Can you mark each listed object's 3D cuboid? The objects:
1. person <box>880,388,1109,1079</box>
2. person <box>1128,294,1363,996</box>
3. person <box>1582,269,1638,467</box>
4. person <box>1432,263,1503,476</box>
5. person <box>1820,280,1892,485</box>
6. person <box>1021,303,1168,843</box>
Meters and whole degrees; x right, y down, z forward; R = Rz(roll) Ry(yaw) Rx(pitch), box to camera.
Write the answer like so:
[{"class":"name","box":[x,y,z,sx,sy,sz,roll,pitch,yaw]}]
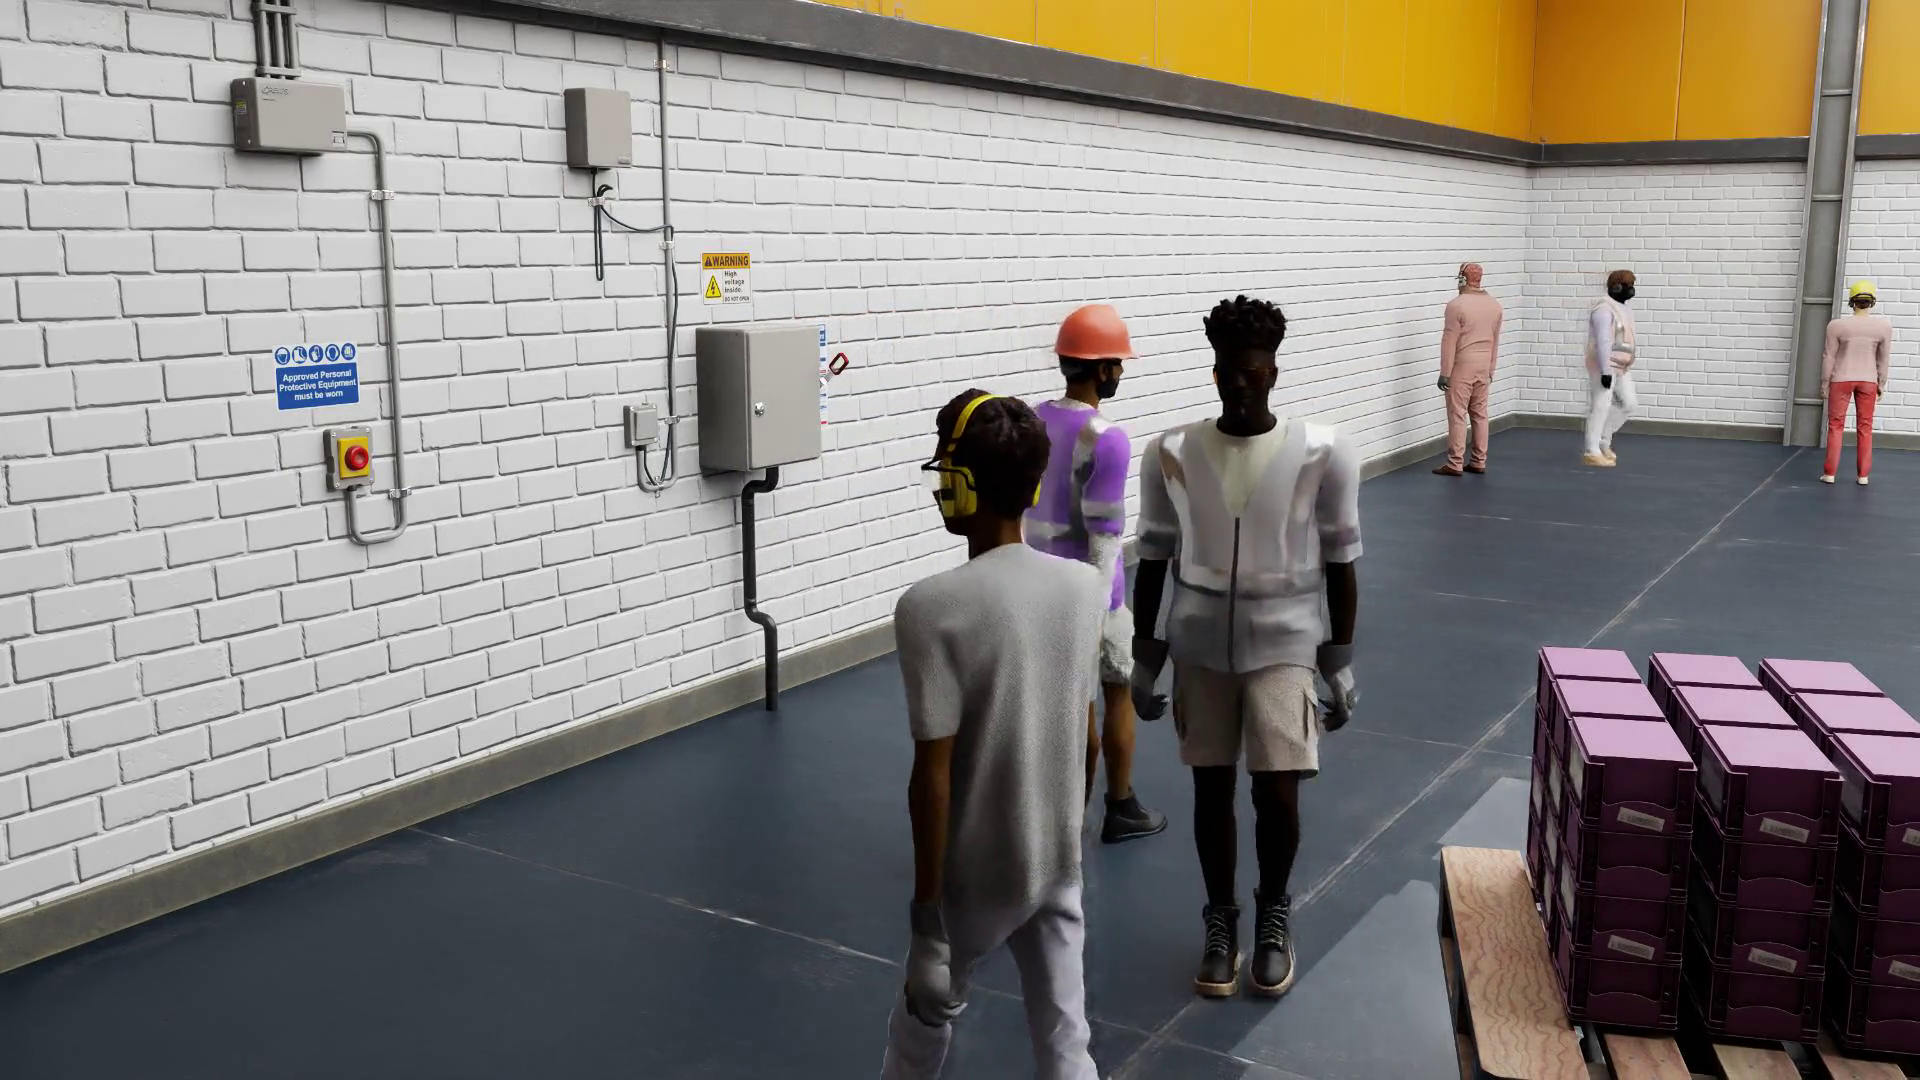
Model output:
[{"class":"person","box":[0.023,0.624,3.199,0.556,1.821,0.974,-8,13,-36]},{"class":"person","box":[0.767,0.313,4.564,0.632,1.953,0.447,4,11,21]},{"class":"person","box":[6.050,-1.589,15.459,0.448,1.831,0.629,10,14,43]},{"class":"person","box":[4.530,-1.523,14.903,0.646,1.901,0.400,-6,12,-30]},{"class":"person","box":[7.702,-1.350,14.337,0.518,1.757,0.341,3,11,14]},{"class":"person","box":[0.321,0.158,5.596,0.911,1.900,0.541,-8,13,-39]}]
